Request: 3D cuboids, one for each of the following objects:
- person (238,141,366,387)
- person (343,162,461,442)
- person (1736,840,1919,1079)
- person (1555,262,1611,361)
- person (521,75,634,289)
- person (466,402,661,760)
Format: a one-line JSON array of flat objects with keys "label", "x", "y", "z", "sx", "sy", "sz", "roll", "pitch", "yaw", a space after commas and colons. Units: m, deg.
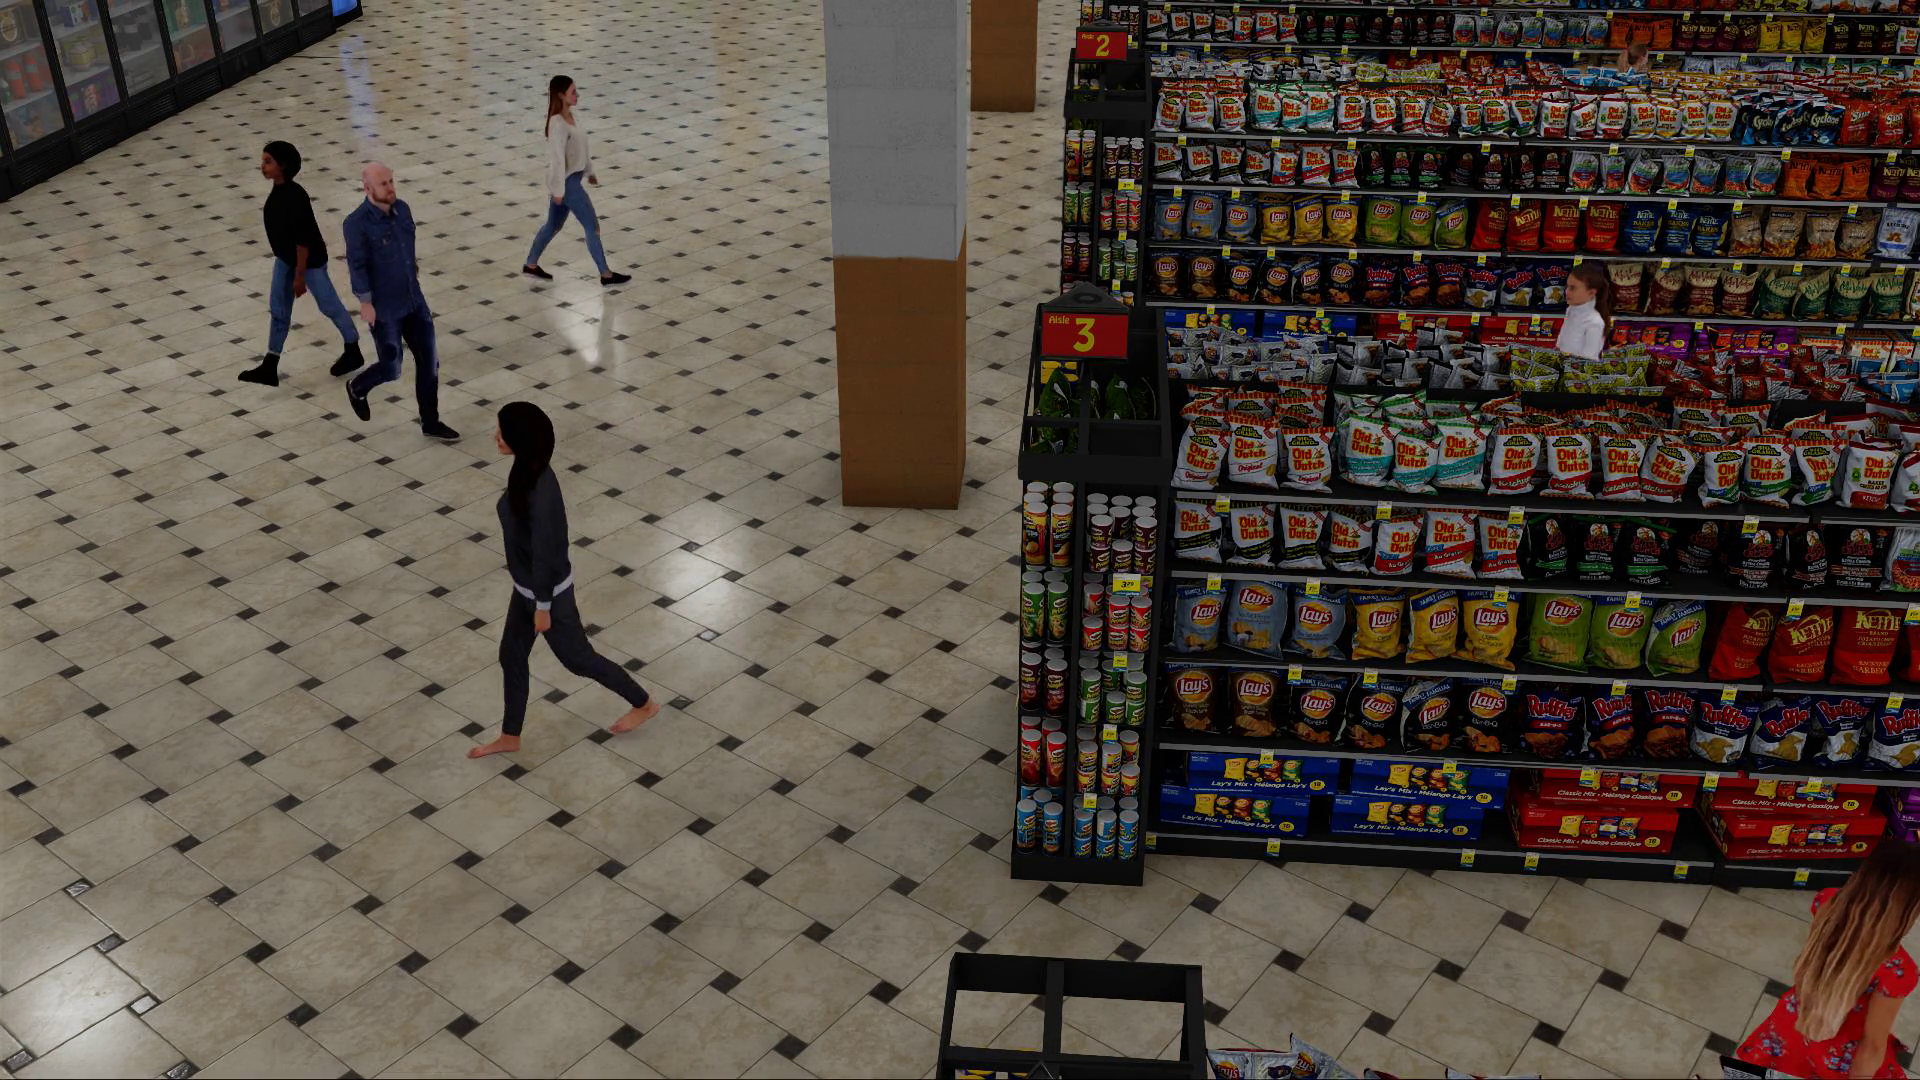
[{"label": "person", "x": -4.367, "y": -1.863, "z": 11.284, "sx": 1.102, "sy": 1.660, "sz": 1.062, "roll": 23, "pitch": 36, "yaw": 35}, {"label": "person", "x": -3.589, "y": -1.467, "z": 10.407, "sx": 1.110, "sy": 1.806, "sz": 0.926, "roll": 12, "pitch": 31, "yaw": 21}, {"label": "person", "x": 2.559, "y": 1.580, "z": 5.108, "sx": 1.189, "sy": 1.535, "sz": 0.874, "roll": -8, "pitch": 30, "yaw": -15}, {"label": "person", "x": 3.619, "y": -0.864, "z": 9.587, "sx": 0.788, "sy": 1.534, "sz": 0.661, "roll": -9, "pitch": 30, "yaw": -16}, {"label": "person", "x": -3.125, "y": -2.737, "z": 12.892, "sx": 1.146, "sy": 1.653, "sz": 0.736, "roll": -2, "pitch": 29, "yaw": -4}, {"label": "person", "x": -1.766, "y": 0.204, "z": 7.428, "sx": 1.208, "sy": 1.729, "sz": 1.001, "roll": -13, "pitch": 31, "yaw": -22}]
